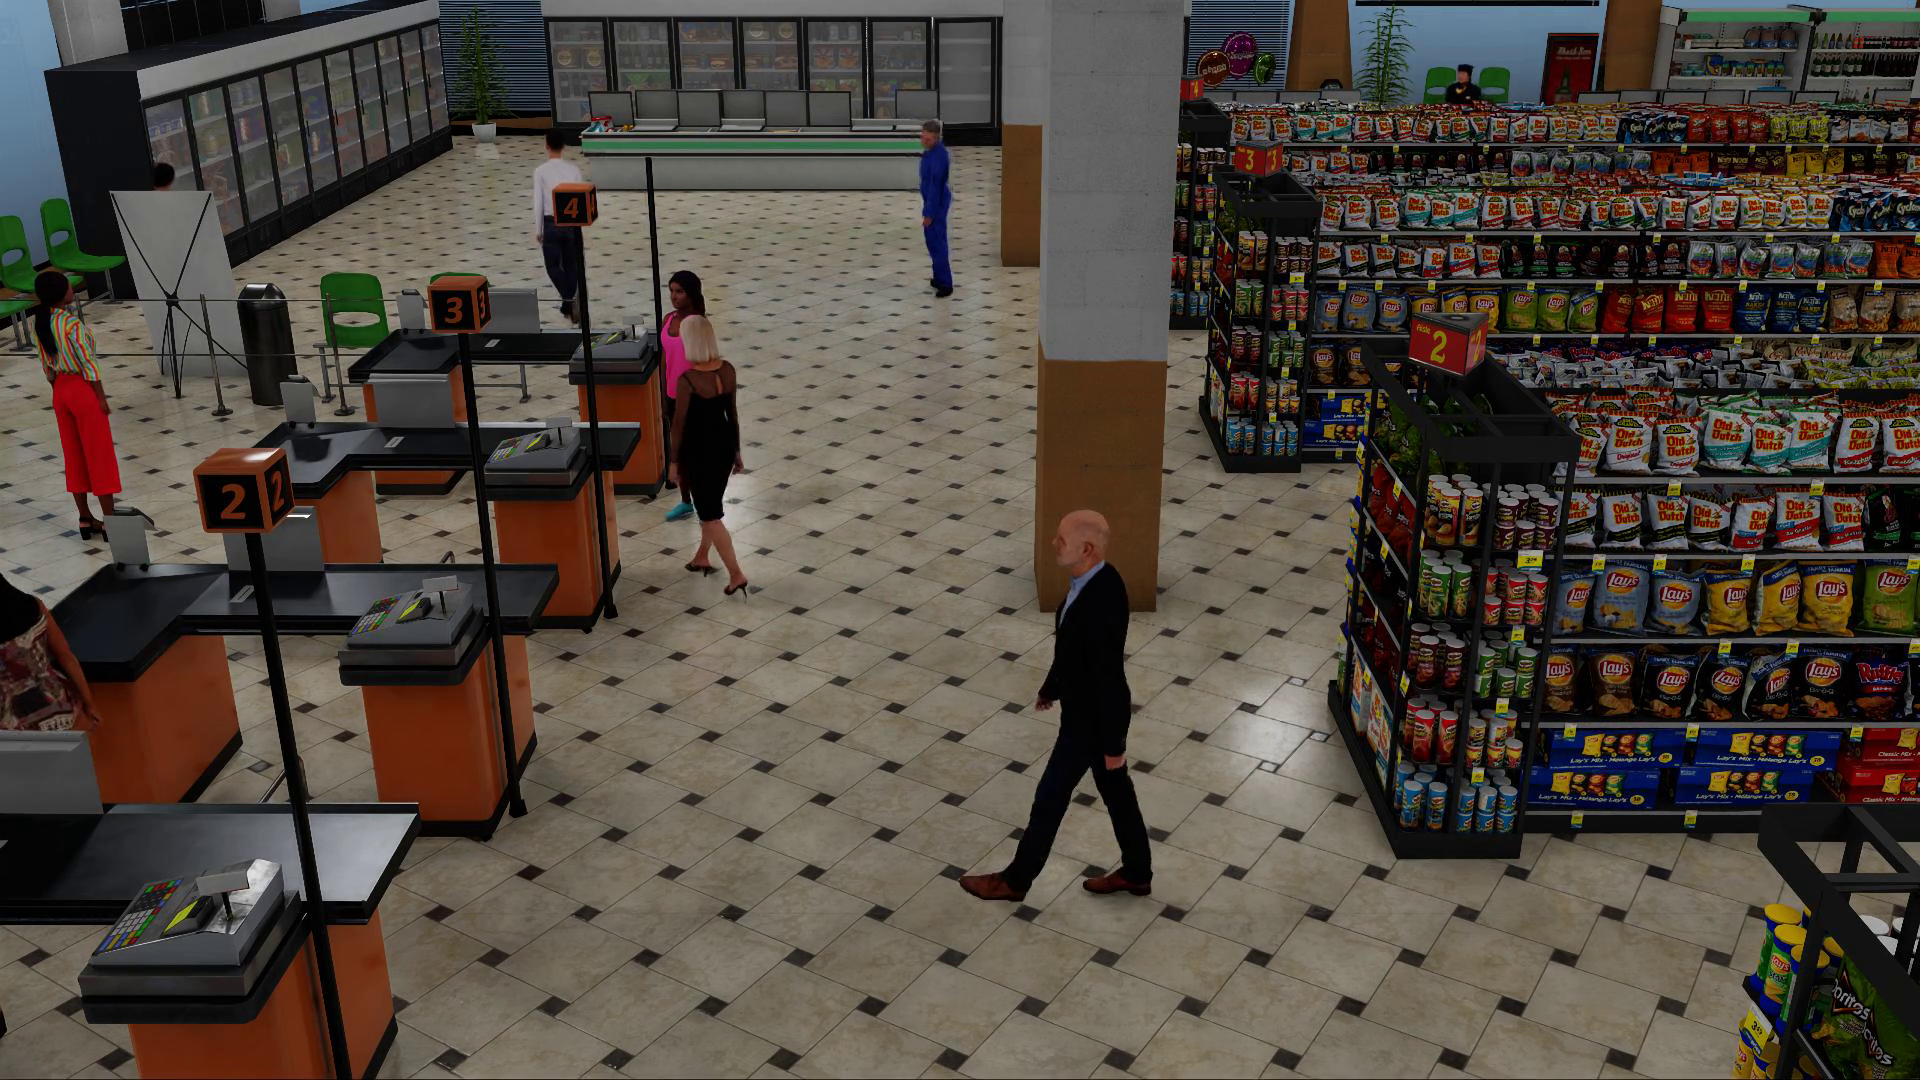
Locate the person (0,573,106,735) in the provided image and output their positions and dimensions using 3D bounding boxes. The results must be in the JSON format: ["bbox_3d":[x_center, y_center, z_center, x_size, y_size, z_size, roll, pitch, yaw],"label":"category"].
[{"bbox_3d":[-3.782,0.797,6.914,0.955,1.597,0.828,14,26,31],"label":"person"}]

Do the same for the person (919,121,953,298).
[{"bbox_3d":[-0.224,-3.464,17.265,0.546,1.786,0.828,5,23,13],"label":"person"}]

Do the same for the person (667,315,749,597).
[{"bbox_3d":[-1.453,-0.460,9.880,1.020,1.719,0.944,18,28,38],"label":"person"}]

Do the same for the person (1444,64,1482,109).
[{"bbox_3d":[6.970,-5.744,23.107,0.923,1.661,0.983,20,29,40],"label":"person"}]

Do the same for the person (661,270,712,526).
[{"bbox_3d":[-1.793,-0.953,11.099,0.602,1.724,0.695,9,24,22],"label":"person"}]

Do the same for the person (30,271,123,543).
[{"bbox_3d":[-5.708,-0.860,10.775,0.572,1.793,0.718,7,23,17],"label":"person"}]

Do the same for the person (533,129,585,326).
[{"bbox_3d":[-3.818,-2.977,15.981,1.101,1.839,0.994,-10,24,-24],"label":"person"}]

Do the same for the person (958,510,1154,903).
[{"bbox_3d":[0.632,0.727,6.859,1.066,1.768,0.718,2,22,5],"label":"person"}]
